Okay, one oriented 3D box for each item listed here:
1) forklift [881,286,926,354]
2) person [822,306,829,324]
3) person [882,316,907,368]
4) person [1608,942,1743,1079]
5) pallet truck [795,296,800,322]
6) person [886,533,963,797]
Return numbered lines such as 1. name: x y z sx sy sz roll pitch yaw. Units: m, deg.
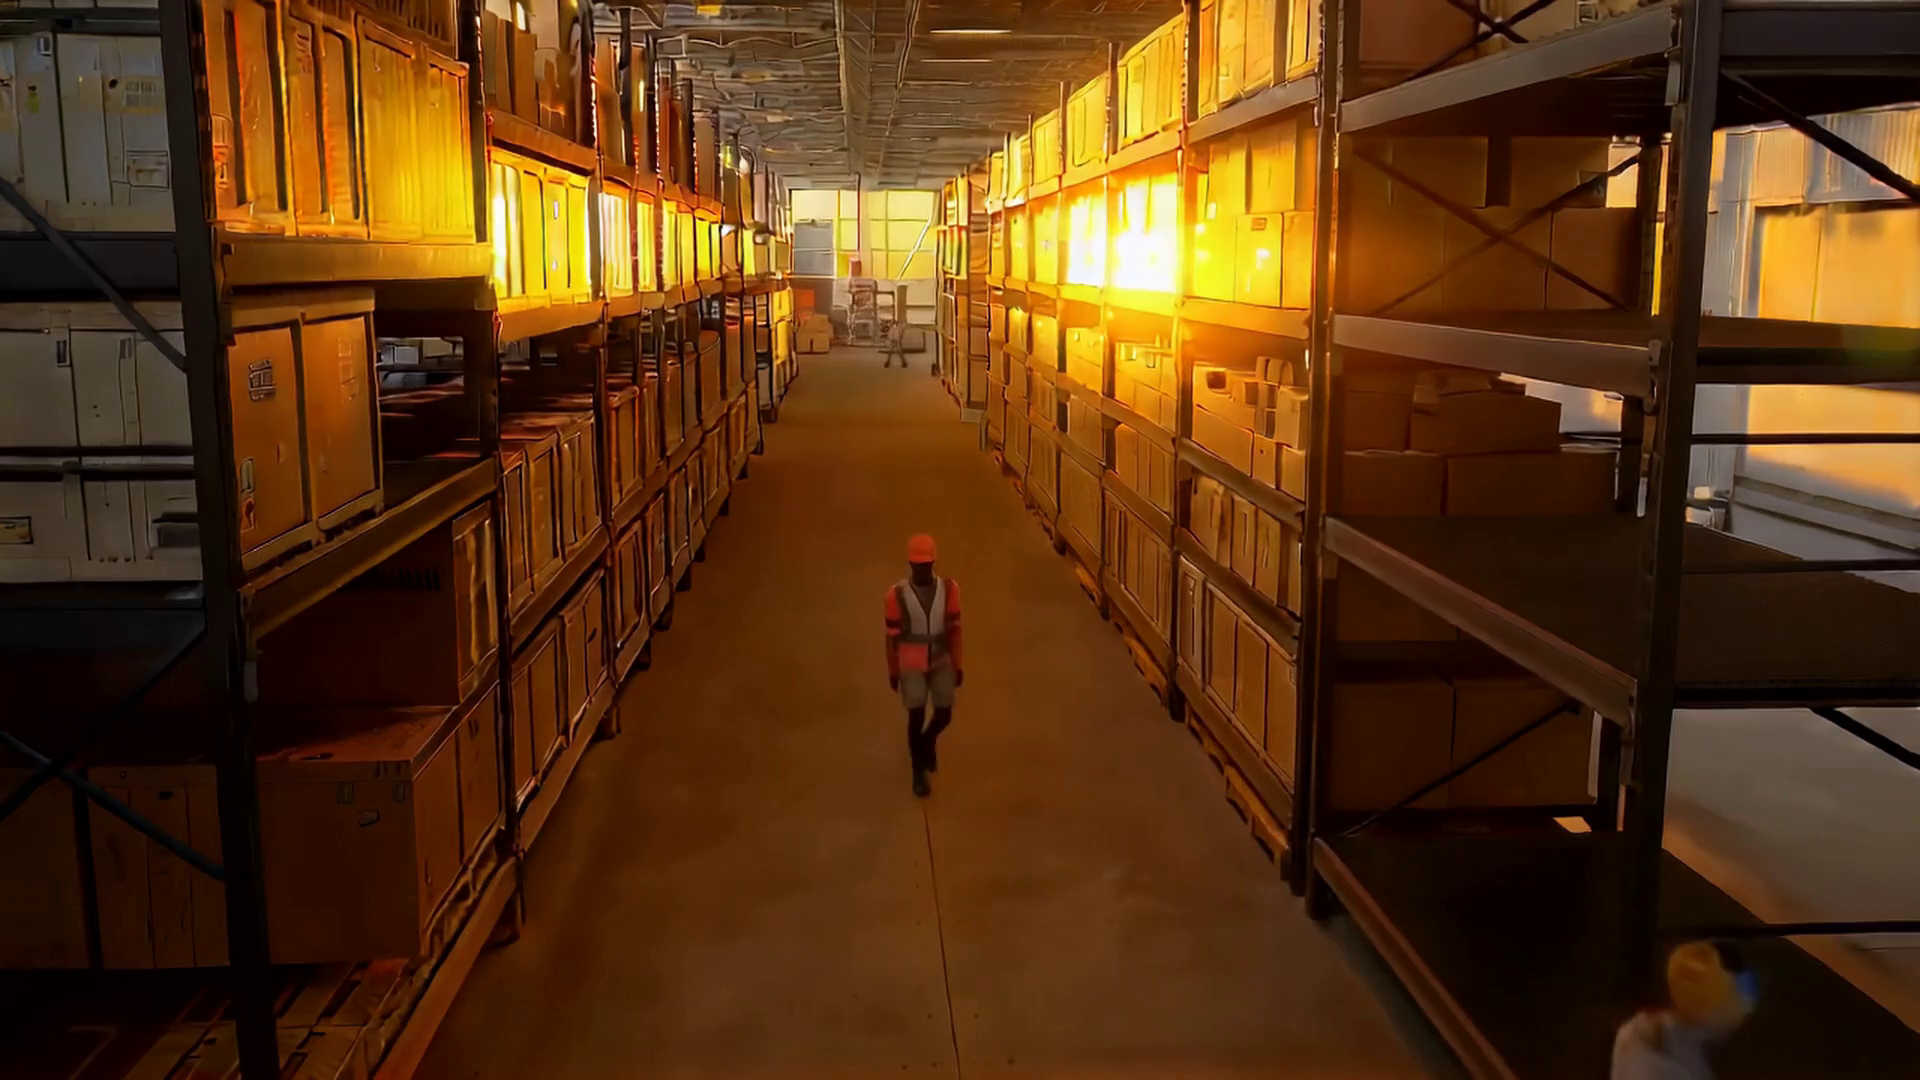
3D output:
1. forklift: -2.362 -9.128 68.992 1.873 2.768 1.129 -1 10 -3
2. person: -6.585 -10.585 81.257 0.322 1.690 0.532 -4 10 -23
3. person: -2.359 -7.163 60.224 0.937 1.898 0.546 5 11 25
4. person: 2.153 2.108 4.965 1.048 1.829 0.681 4 10 20
5. pallet truck: -8.622 -12.439 91.403 1.885 1.965 0.823 2 10 13
6. person: -0.266 0.876 12.090 0.565 1.918 0.541 -2 10 -14
